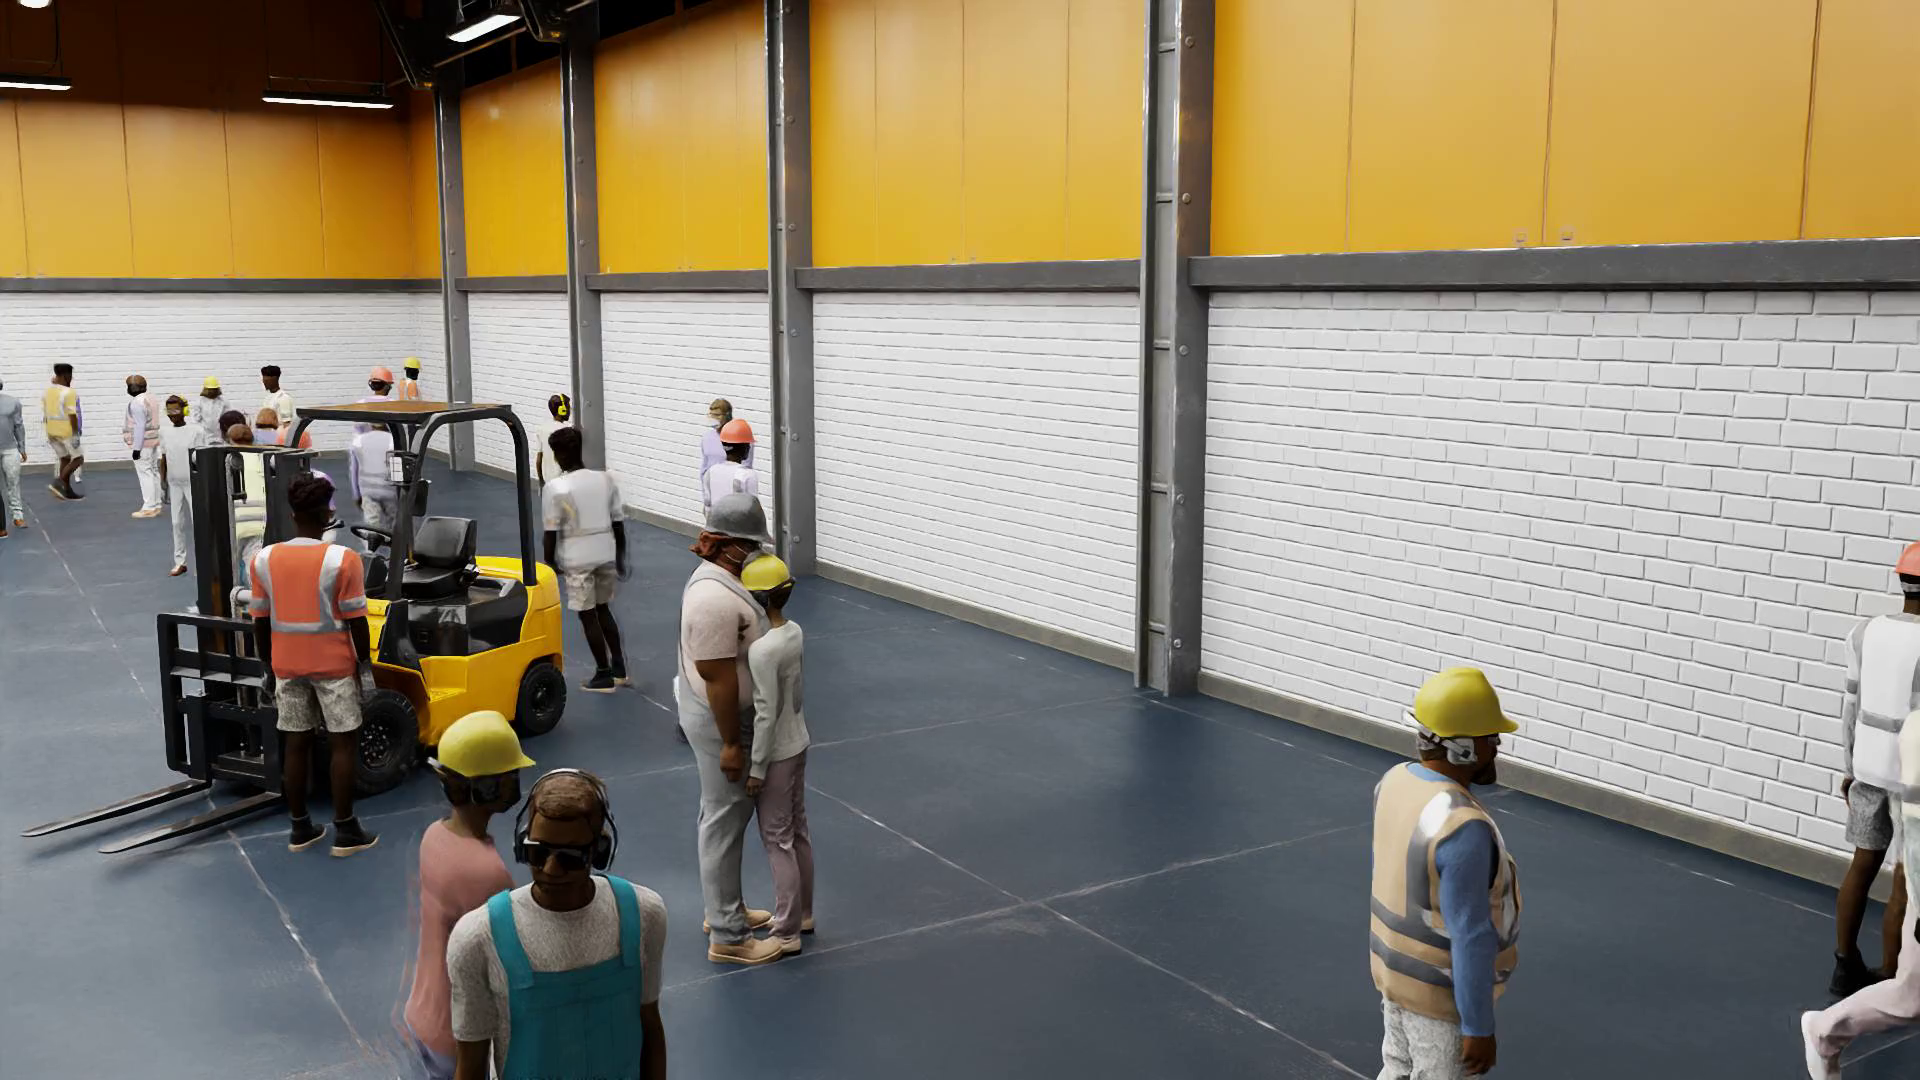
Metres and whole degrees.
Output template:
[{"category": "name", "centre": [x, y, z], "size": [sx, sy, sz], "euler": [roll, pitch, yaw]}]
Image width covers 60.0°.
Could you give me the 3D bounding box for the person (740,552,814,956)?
[{"category": "person", "centre": [-0.830, 0.929, 7.264], "size": [0.327, 1.767, 0.533], "euler": [2, 9, 11]}]

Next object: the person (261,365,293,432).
[{"category": "person", "centre": [-8.929, -1.318, 21.779], "size": [0.374, 1.958, 0.605], "euler": [-8, 12, -44]}]

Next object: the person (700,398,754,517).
[{"category": "person", "centre": [-2.152, -0.349, 15.352], "size": [0.624, 1.931, 0.384], "euler": [6, 11, 37]}]

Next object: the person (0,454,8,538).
[{"category": "person", "centre": [-11.434, -0.937, 19.486], "size": [0.519, 1.874, 0.331], "euler": [7, 11, 40]}]

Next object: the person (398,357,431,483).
[{"category": "person", "centre": [-8.274, -1.803, 25.149], "size": [0.366, 1.925, 0.587], "euler": [-6, 10, -36]}]

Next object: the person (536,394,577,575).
[{"category": "person", "centre": [-4.059, -0.547, 16.894], "size": [0.521, 1.864, 0.336], "euler": [4, 9, 23]}]

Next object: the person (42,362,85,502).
[{"category": "person", "centre": [-12.323, -1.473, 22.855], "size": [0.659, 1.938, 0.481], "euler": [4, 9, 24]}]

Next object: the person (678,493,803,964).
[{"category": "person", "centre": [-0.955, 0.792, 7.265], "size": [0.536, 2.000, 0.672], "euler": [-1, 9, -9]}]

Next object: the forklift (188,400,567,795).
[{"category": "forklift", "centre": [-3.529, 0.258, 10.348], "size": [1.214, 2.155, 2.313], "euler": [4, 9, 25]}]

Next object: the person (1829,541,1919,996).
[{"category": "person", "centre": [3.813, 0.942, 6.690], "size": [0.418, 1.920, 0.546], "euler": [-3, 9, -19]}]

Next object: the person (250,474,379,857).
[{"category": "person", "centre": [-3.300, 0.640, 8.543], "size": [0.613, 1.962, 0.364], "euler": [1, 9, 7]}]

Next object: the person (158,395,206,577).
[{"category": "person", "centre": [-7.890, -0.549, 16.921], "size": [0.511, 1.862, 0.324], "euler": [1, 8, 5]}]

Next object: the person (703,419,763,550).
[{"category": "person", "centre": [-1.686, 0.049, 12.621], "size": [0.545, 1.938, 0.362], "euler": [6, 11, 37]}]

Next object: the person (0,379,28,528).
[{"category": "person", "centre": [-11.725, -1.077, 20.265], "size": [0.632, 1.928, 0.392], "euler": [-8, 12, -44]}]

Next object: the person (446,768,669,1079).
[{"category": "person", "centre": [-0.886, 1.407, 3.790], "size": [0.506, 1.842, 0.348], "euler": [-5, 10, -32]}]

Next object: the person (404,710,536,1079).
[{"category": "person", "centre": [-1.353, 1.339, 4.556], "size": [0.448, 1.756, 0.534], "euler": [-6, 10, -36]}]

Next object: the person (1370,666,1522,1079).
[{"category": "person", "centre": [1.386, 1.264, 4.777], "size": [0.404, 1.835, 0.590], "euler": [-1, 9, -7]}]

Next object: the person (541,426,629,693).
[{"category": "person", "centre": [-2.690, 0.148, 11.967], "size": [0.448, 1.936, 0.651], "euler": [7, 11, 40]}]

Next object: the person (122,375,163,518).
[{"category": "person", "centre": [-10.532, -1.208, 21.419], "size": [0.429, 1.839, 0.634], "euler": [-1, 9, -9]}]

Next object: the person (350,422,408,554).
[{"category": "person", "centre": [-5.811, -0.488, 16.751], "size": [0.616, 1.782, 0.925], "euler": [0, 8, -2]}]

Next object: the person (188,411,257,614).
[{"category": "person", "centre": [-6.271, -0.182, 14.424], "size": [0.932, 1.868, 0.589], "euler": [-3, 9, -21]}]

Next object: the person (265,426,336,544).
[{"category": "person", "centre": [-4.863, 0.118, 12.248], "size": [0.604, 1.924, 0.435], "euler": [2, 9, 13]}]

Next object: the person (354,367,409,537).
[{"category": "person", "centre": [-6.631, -0.973, 19.163], "size": [0.615, 2.038, 0.395], "euler": [1, 8, 3]}]

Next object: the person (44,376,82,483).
[{"category": "person", "centre": [-13.566, -1.668, 25.170], "size": [0.522, 1.645, 0.306], "euler": [-7, 11, -38]}]

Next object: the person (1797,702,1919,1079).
[{"category": "person", "centre": [3.292, 1.114, 5.550], "size": [0.591, 1.903, 0.832], "euler": [-3, 9, -21]}]

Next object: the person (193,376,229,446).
[{"category": "person", "centre": [-10.404, -1.417, 23.202], "size": [0.487, 1.736, 0.320], "euler": [-8, 11, -42]}]
